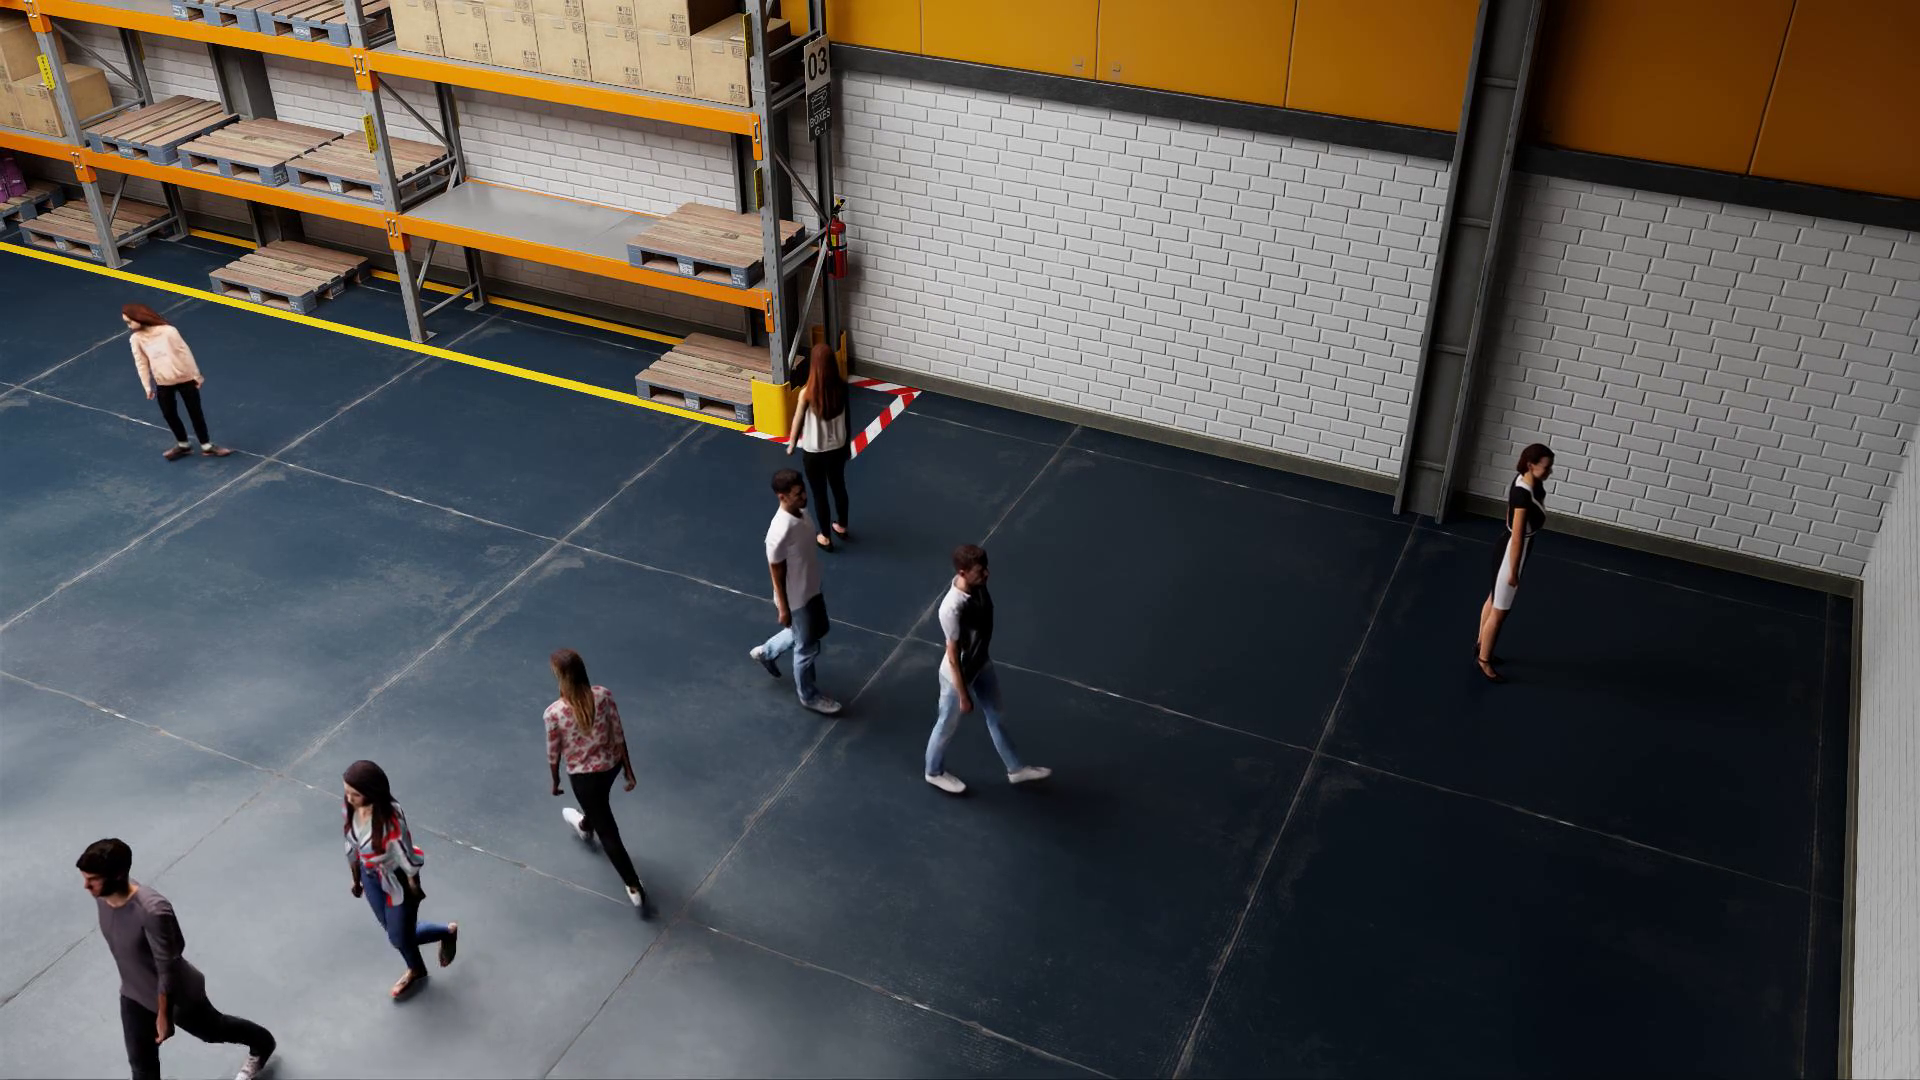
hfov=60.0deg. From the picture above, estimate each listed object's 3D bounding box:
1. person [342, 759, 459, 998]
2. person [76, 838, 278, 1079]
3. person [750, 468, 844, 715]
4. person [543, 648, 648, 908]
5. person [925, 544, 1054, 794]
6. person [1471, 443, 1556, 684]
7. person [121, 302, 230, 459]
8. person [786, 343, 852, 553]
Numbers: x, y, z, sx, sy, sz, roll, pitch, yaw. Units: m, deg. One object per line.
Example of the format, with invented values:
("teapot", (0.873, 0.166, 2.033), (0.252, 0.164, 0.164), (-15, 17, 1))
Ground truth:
("person", (-2.986, 1.759, 8.909), (0.644, 1.603, 0.699), (19, 38, 26))
("person", (-3.830, 2.137, 8.157), (1.074, 1.807, 0.739), (15, 37, 22))
("person", (-1.121, 0.314, 10.867), (0.972, 1.842, 0.763), (9, 35, 13))
("person", (-2.026, 1.392, 9.501), (0.933, 1.559, 1.235), (-21, 39, -28))
("person", (-0.048, 0.791, 10.165), (1.018, 1.825, 0.725), (12, 36, 18))
("person", (3.695, 0.145, 11.164), (0.538, 1.796, 0.605), (9, 35, 14))
("person", (-6.407, -1.315, 13.672), (0.669, 1.450, 0.786), (-15, 36, -21))
("person", (-1.002, -0.658, 12.445), (0.708, 1.715, 0.751), (-19, 38, -26))
